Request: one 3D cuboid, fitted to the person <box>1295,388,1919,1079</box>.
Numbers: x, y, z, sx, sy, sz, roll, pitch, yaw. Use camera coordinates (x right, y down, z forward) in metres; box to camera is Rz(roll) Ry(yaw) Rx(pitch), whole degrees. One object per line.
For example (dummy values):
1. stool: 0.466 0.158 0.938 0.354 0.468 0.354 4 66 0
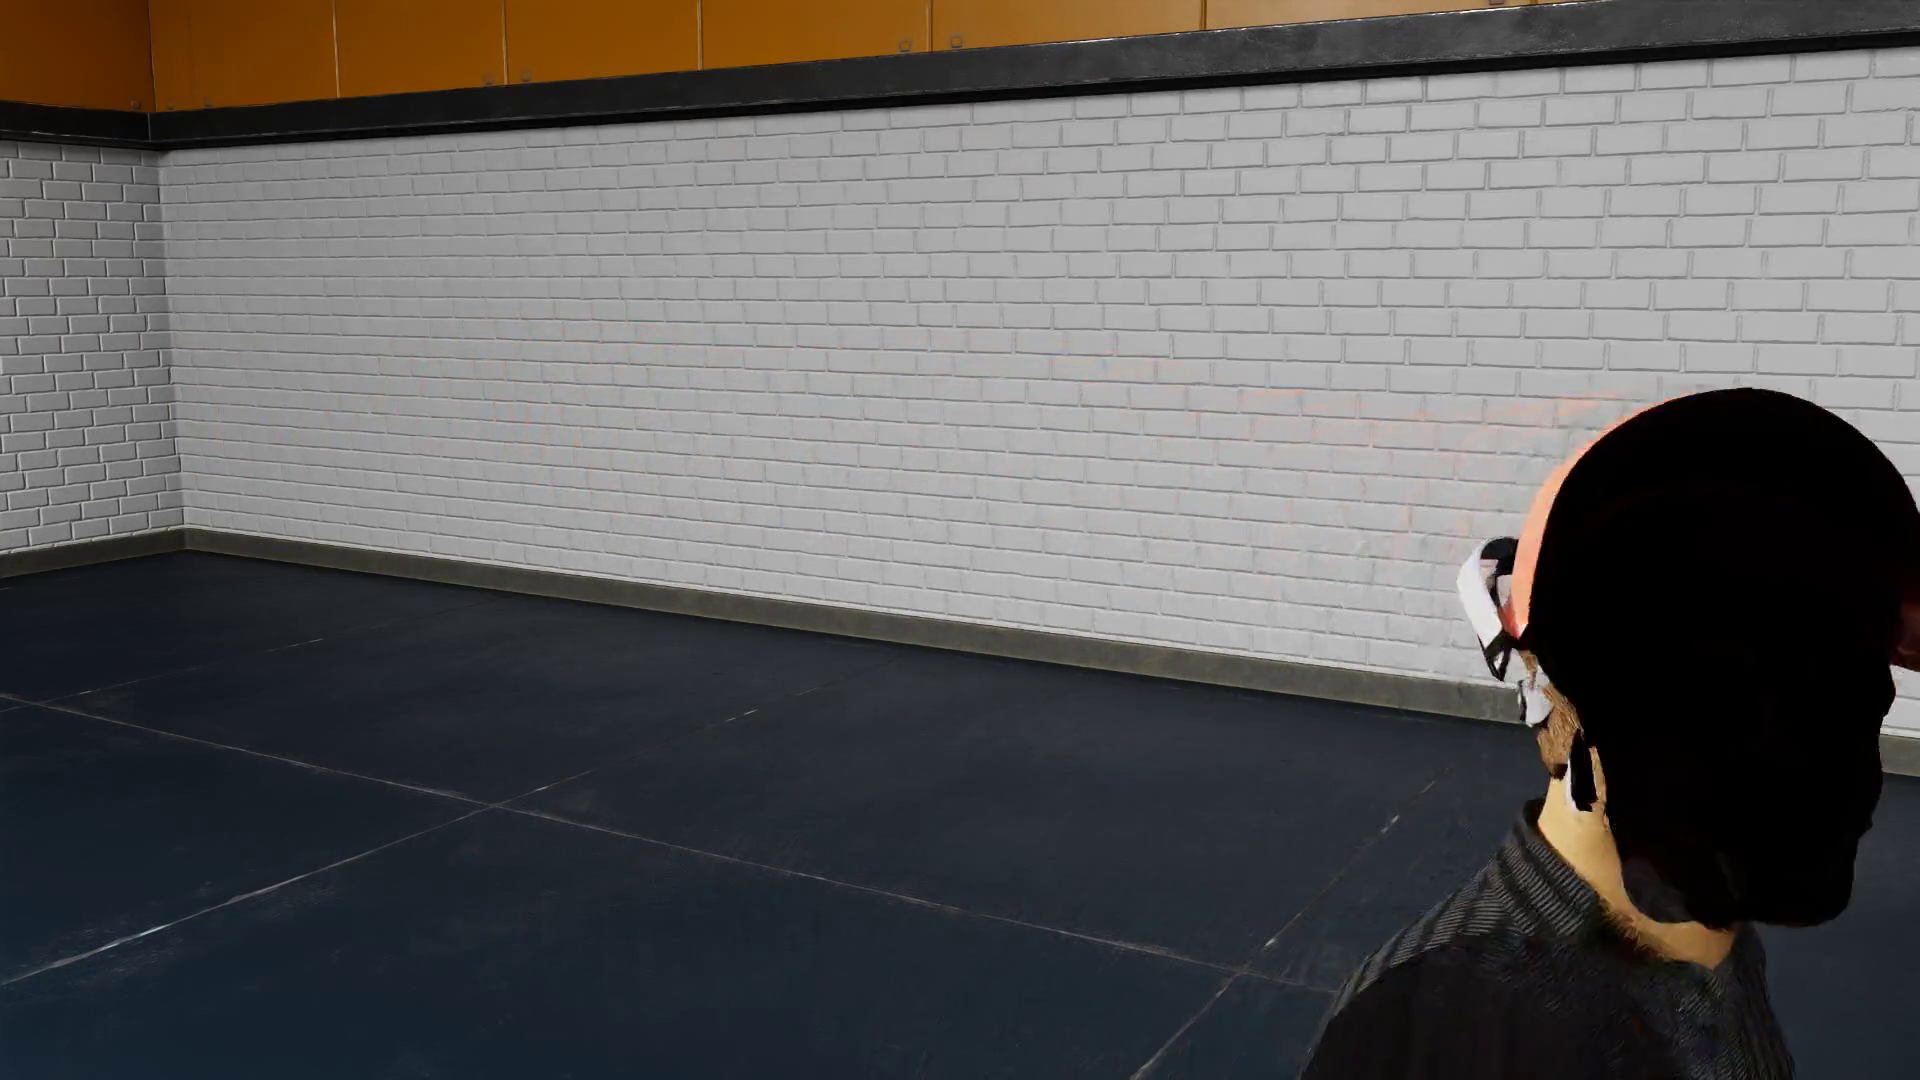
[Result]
1. person: 0.322 0.858 1.237 0.614 1.964 0.843 -9 13 -44
